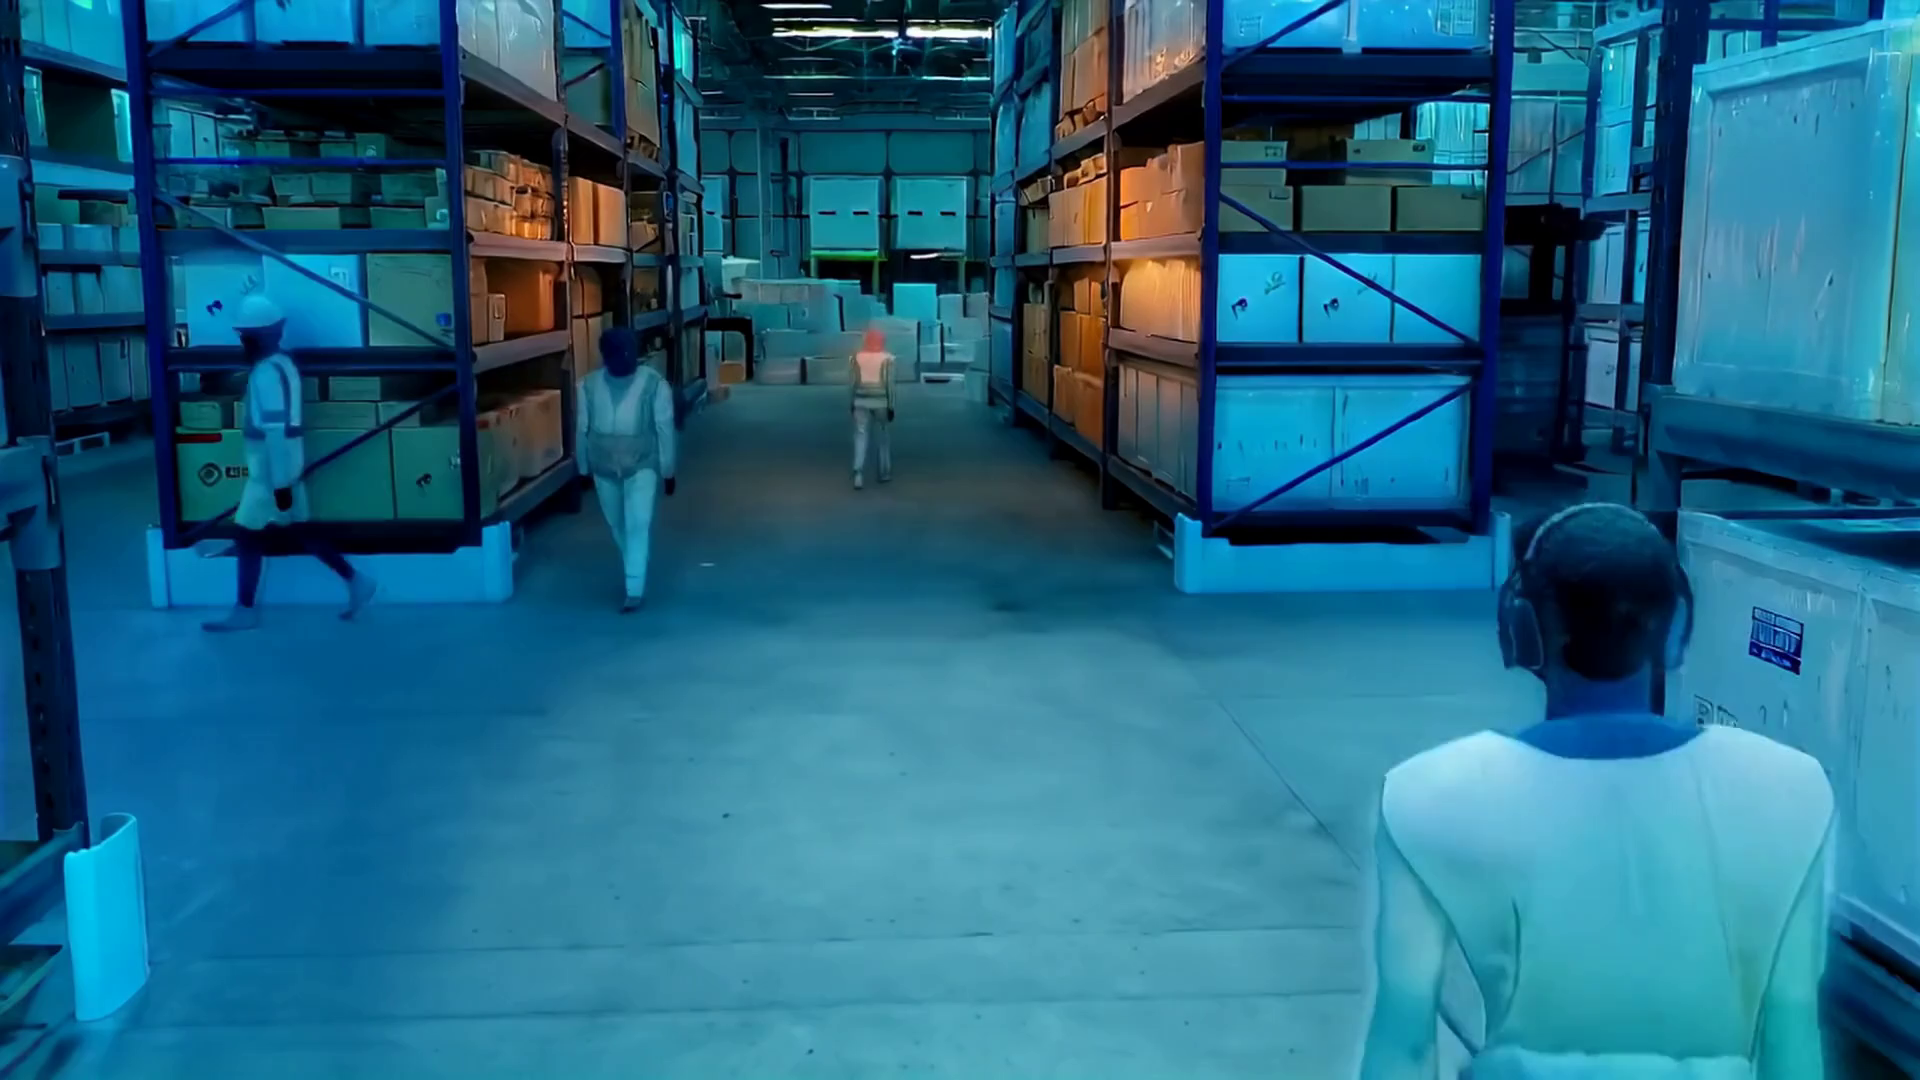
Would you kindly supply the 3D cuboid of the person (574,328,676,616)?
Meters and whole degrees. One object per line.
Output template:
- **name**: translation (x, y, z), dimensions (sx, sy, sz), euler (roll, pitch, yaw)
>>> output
- **person**: translation (-2.141, -0.466, 10.680), dimensions (0.627, 1.798, 0.956), euler (1, 9, 5)

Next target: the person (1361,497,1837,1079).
- **person**: translation (0.818, 0.864, 2.168), dimensions (0.592, 1.833, 0.472), euler (1, 9, 5)

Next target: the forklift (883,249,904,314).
- **forklift**: translation (-1.786, -6.475, 44.989), dimensions (1.873, 2.768, 1.129), euler (2, 9, 11)

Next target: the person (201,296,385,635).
- **person**: translation (-3.969, -0.433, 9.805), dimensions (0.992, 2.013, 0.619), euler (-1, 9, -9)

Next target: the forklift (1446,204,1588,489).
- **forklift**: translation (5.492, -1.995, 16.857), dimensions (1.129, 2.768, 1.873), euler (-1, 9, -4)

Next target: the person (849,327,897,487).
- **person**: translation (-0.891, -1.341, 16.734), dimensions (0.514, 1.608, 0.786), euler (1, 9, 9)

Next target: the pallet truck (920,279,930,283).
- **pallet truck**: translation (-0.932, -8.922, 63.114), dimensions (1.885, 1.965, 0.823), euler (2, 9, 13)
